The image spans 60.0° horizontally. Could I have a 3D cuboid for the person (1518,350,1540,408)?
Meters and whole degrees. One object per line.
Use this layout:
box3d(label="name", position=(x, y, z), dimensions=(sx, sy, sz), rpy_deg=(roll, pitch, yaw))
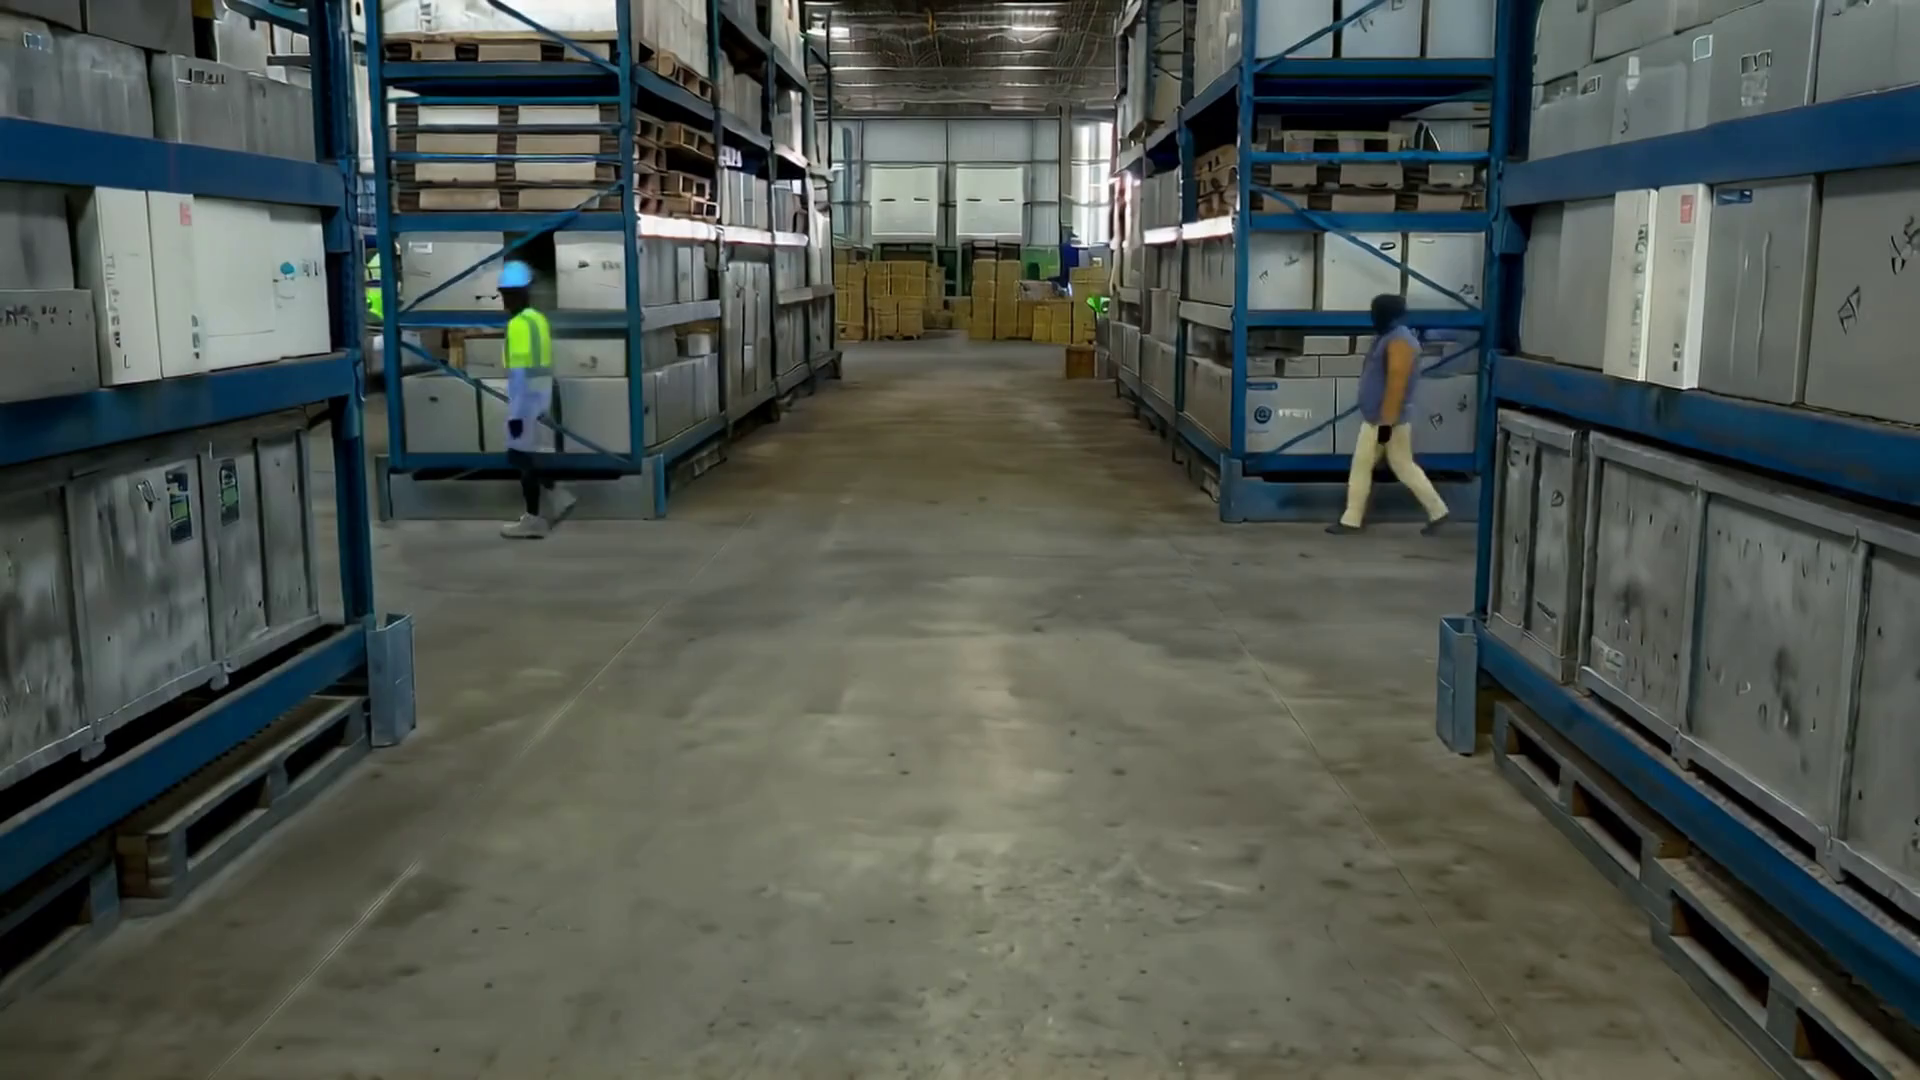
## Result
box3d(label="person", position=(7.248, -2.254, 20.832), dimensions=(0.559, 1.625, 0.315), rpy_deg=(-4, 10, -21))

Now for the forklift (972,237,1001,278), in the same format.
box3d(label="forklift", position=(0.842, -8.322, 53.408), dimensions=(1.129, 2.768, 1.873), rpy_deg=(0, 9, 1))

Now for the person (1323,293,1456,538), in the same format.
box3d(label="person", position=(3.195, -0.895, 12.163), dimensions=(0.907, 1.812, 0.633), rpy_deg=(0, 9, 1))

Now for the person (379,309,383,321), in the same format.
box3d(label="person", position=(-19.430, -8.289, 56.525), dimensions=(0.543, 1.783, 0.949), rpy_deg=(-9, 13, -43))

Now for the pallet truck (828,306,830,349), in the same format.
box3d(label="pallet truck", position=(-3.100, -3.940, 29.800), dimensions=(1.885, 1.965, 0.823), rpy_deg=(3, 10, 19))

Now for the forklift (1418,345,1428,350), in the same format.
box3d(label="forklift", position=(9.758, -5.760, 38.065), dimensions=(1.873, 2.768, 1.129), rpy_deg=(2, 10, 10))

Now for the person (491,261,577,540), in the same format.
box3d(label="person", position=(-3.141, -0.994, 12.047), dimensions=(0.446, 2.033, 0.629), rpy_deg=(0, 9, 1))
